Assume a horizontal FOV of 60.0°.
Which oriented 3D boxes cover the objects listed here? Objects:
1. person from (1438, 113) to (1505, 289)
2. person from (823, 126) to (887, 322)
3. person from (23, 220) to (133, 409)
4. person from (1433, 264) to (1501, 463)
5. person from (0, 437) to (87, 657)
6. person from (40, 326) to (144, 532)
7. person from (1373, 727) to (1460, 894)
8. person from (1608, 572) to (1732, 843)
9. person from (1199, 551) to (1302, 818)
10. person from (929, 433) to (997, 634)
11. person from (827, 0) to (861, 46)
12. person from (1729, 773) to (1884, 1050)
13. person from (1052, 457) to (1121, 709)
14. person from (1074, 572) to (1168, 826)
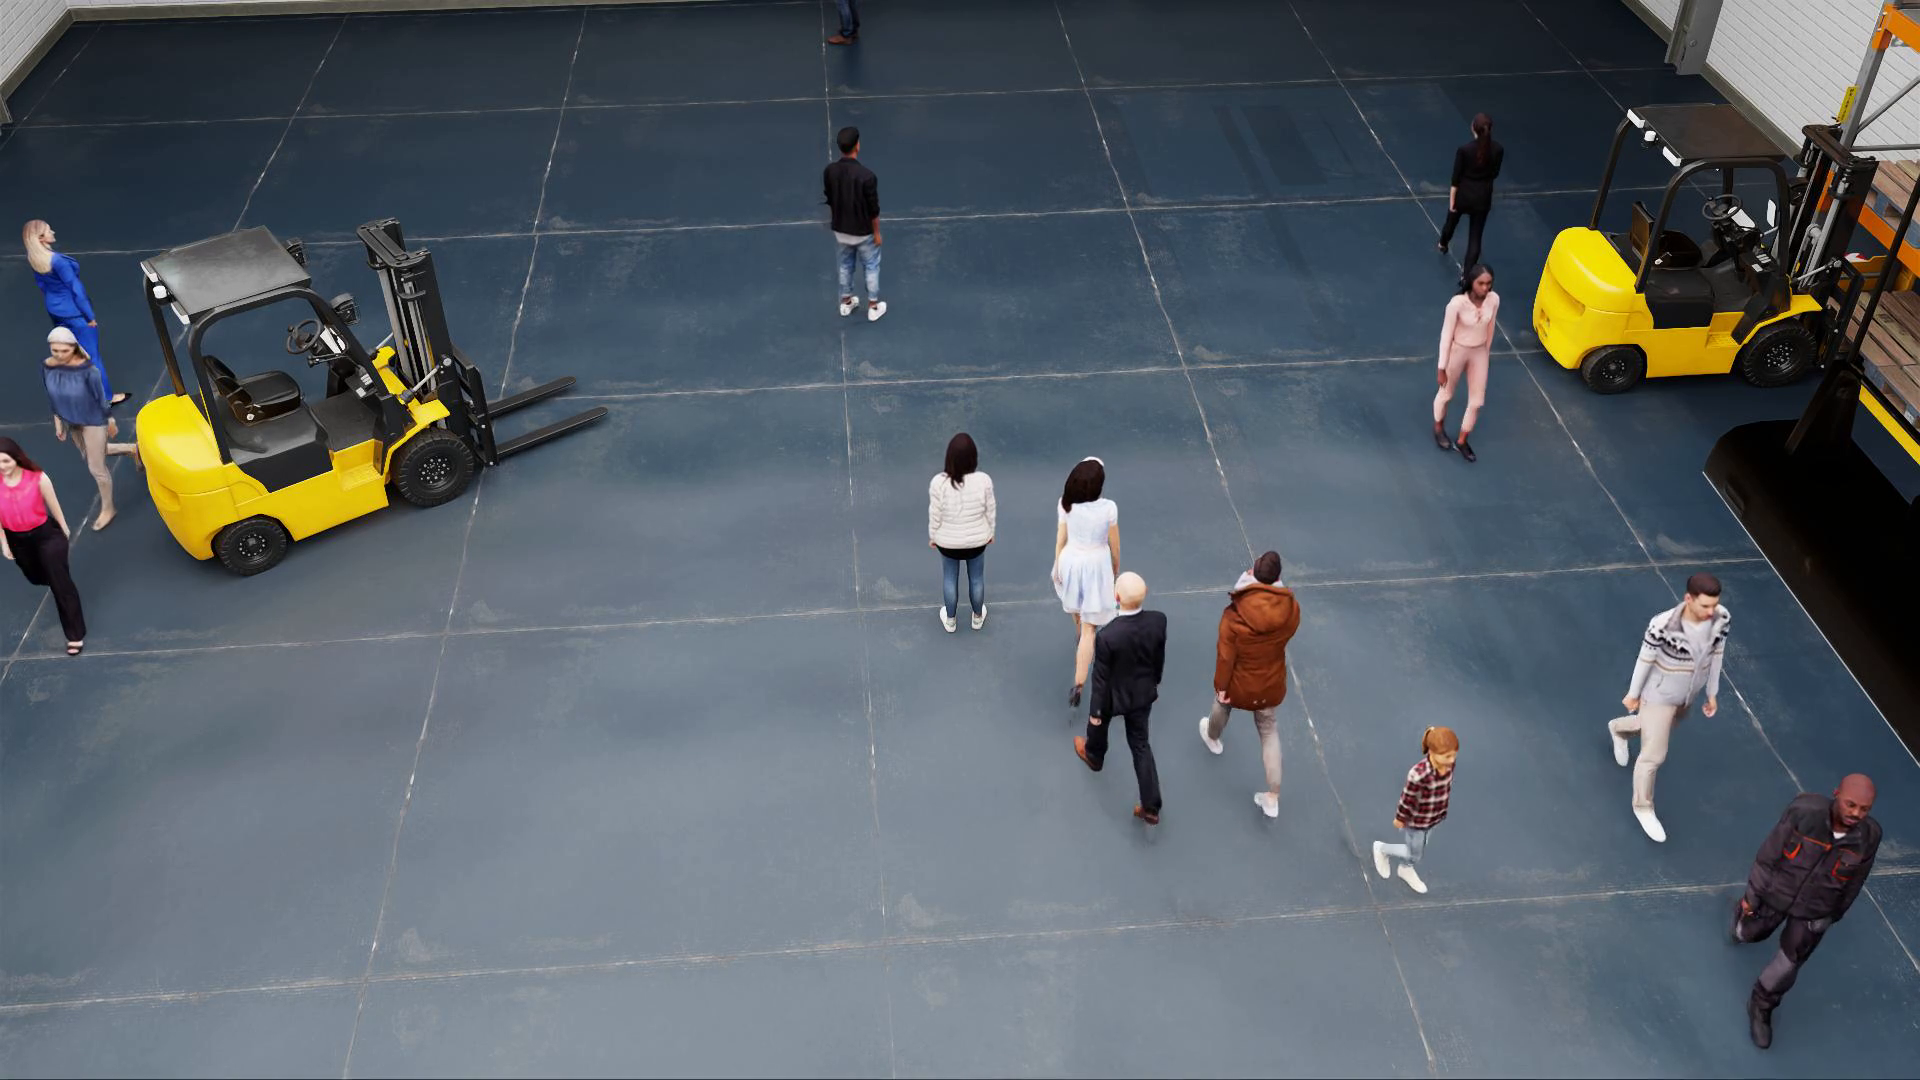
[{"bbox_3d":[4.718,-3.059,15.301,0.724,1.608,1.135,3,39,4],"label":"person"},{"bbox_3d":[-0.969,-2.791,14.809,0.818,1.802,0.838,18,42,22],"label":"person"},{"bbox_3d":[-7.352,-1.858,13.723,0.700,1.700,0.713,17,42,20],"label":"person"},{"bbox_3d":[3.965,-1.480,13.246,0.703,1.704,0.775,-8,39,-10],"label":"person"},{"bbox_3d":[-6.381,-0.031,11.489,0.677,1.633,1.060,-9,39,-11],"label":"person"},{"bbox_3d":[-6.537,-0.926,12.578,0.861,1.672,1.109,11,40,14],"label":"person"},{"bbox_3d":[2.674,1.543,9.786,0.660,1.299,0.721,-25,45,-28],"label":"person"},{"bbox_3d":[4.322,0.861,10.191,0.838,1.859,1.195,-11,40,-14],"label":"person"},{"bbox_3d":[1.841,0.907,10.187,0.807,1.792,1.235,-10,40,-12],"label":"person"},{"bbox_3d":[0.015,-0.043,11.500,0.606,1.638,0.531,-3,39,-3],"label":"person"},{"bbox_3d":[-1.399,-6.910,19.890,0.887,1.898,0.741,13,40,16],"label":"person"},{"bbox_3d":[4.521,1.853,8.997,1.033,1.798,1.214,15,41,18],"label":"person"},{"bbox_3d":[0.818,0.301,10.958,0.875,1.778,1.266,8,39,10],"label":"person"},{"bbox_3d":[1.039,0.977,10.112,0.957,1.777,1.286,-15,41,-17],"label":"person"}]
